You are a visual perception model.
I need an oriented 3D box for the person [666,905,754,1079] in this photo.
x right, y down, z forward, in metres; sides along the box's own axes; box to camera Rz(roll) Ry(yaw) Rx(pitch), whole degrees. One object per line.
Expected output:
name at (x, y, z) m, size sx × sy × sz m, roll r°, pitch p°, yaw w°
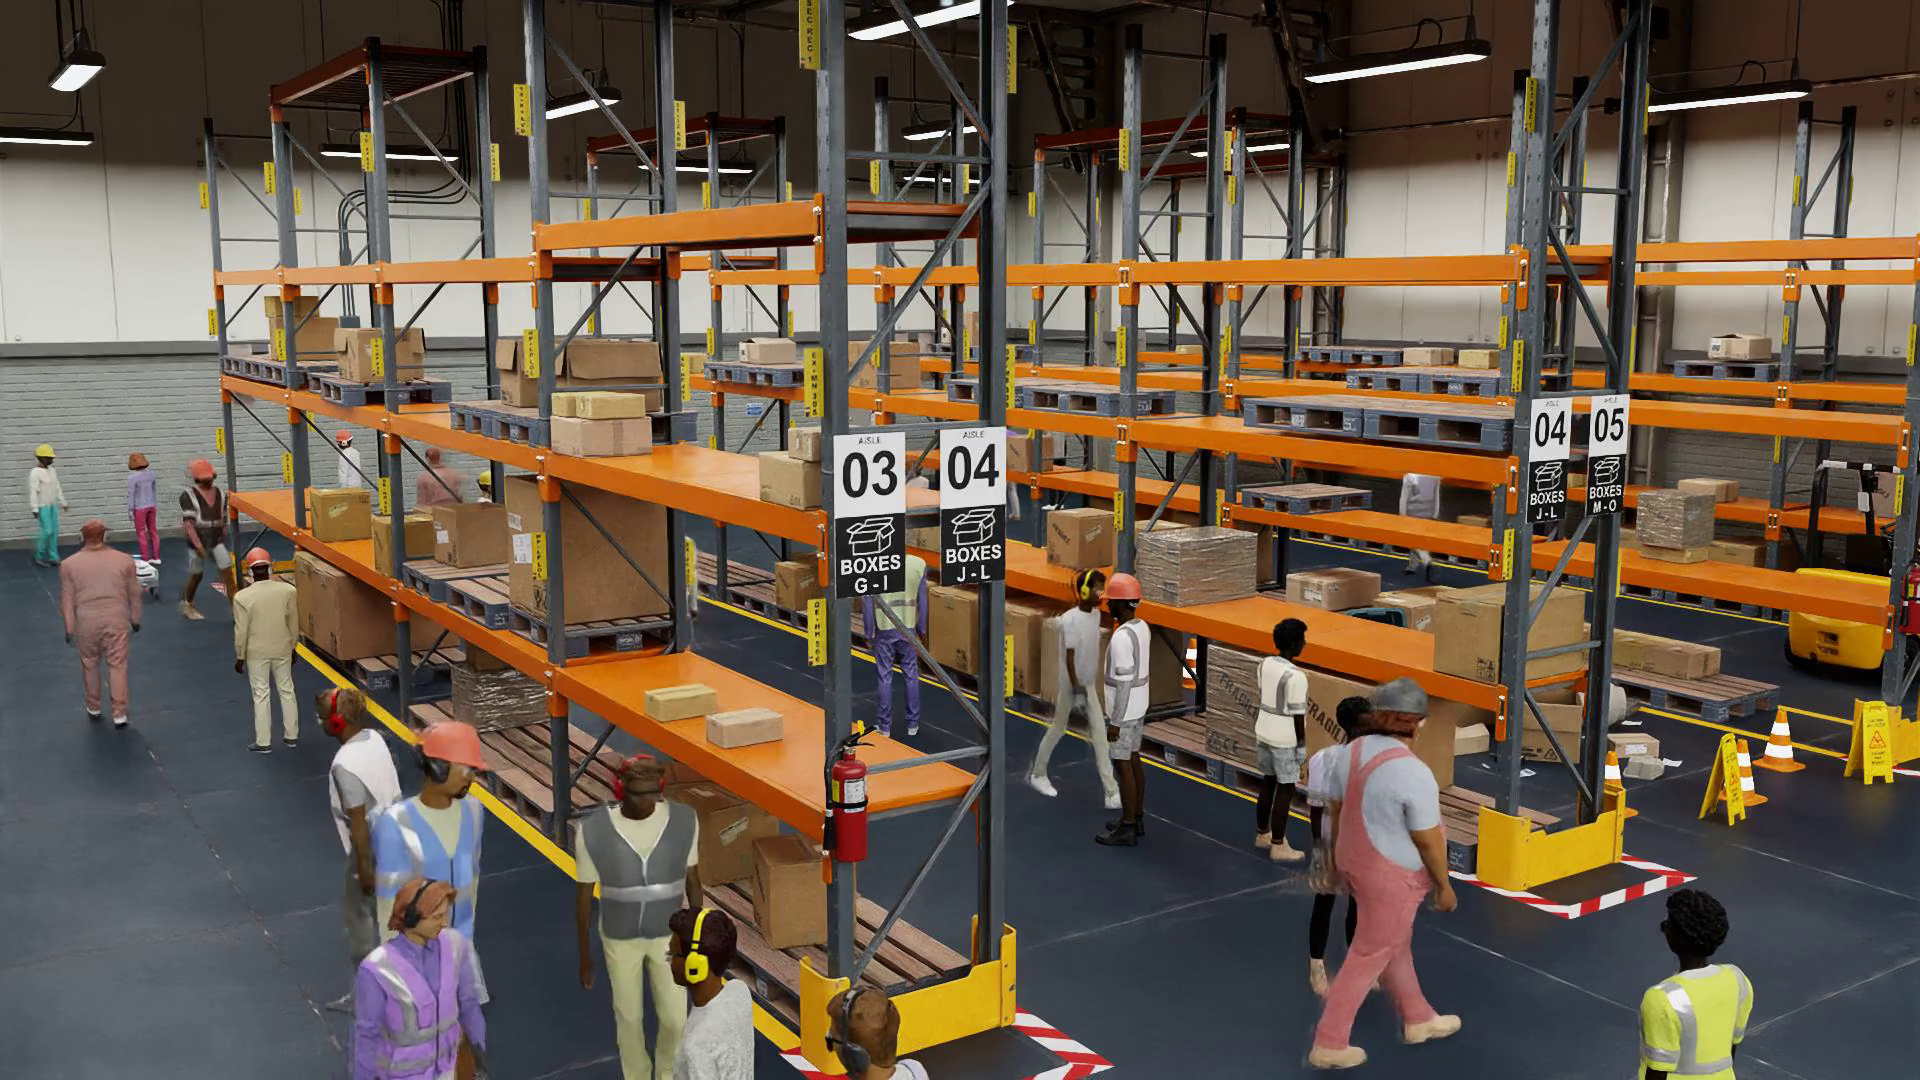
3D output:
person at (-0.858, 2.144, 5.654) m, size 0.328 × 1.872 × 0.514 m, roll 1°, pitch 9°, yaw 5°

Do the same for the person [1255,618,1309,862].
person at (2.215, 1.367, 11.434) m, size 0.320 × 1.687 × 0.537 m, roll -3°, pitch 9°, yaw -18°

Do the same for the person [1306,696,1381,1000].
person at (2.164, 1.691, 9.239) m, size 0.531 × 1.697 × 0.322 m, roll -3°, pitch 9°, yaw -17°

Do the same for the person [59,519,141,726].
person at (-7.772, 0.737, 15.071) m, size 0.655 × 1.860 × 0.918 m, roll -5°, pitch 10°, yaw -32°

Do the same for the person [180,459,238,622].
person at (-8.791, 0.025, 19.468) m, size 1.091 × 1.959 × 0.603 m, roll 7°, pitch 11°, yaw 38°

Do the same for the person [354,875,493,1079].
person at (-2.155, 2.122, 6.631) m, size 0.362 × 1.617 × 0.549 m, roll 5°, pitch 10°, yaw 30°

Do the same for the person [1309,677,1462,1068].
person at (2.167, 1.644, 8.412) m, size 0.941 × 2.000 × 0.681 m, roll -2°, pitch 9°, yaw -14°

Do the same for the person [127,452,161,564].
person at (-11.605, -0.433, 23.621) m, size 0.280 × 1.624 × 0.501 m, roll 3°, pitch 9°, yaw 19°

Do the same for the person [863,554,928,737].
person at (-0.571, 0.778, 14.584) m, size 0.592 × 1.920 × 0.392 m, roll -2°, pitch 9°, yaw -15°

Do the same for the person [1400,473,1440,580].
person at (6.232, -0.349, 22.451) m, size 0.593 × 1.815 × 0.767 m, roll -4°, pitch 9°, yaw -23°

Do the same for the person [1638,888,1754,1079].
person at (2.724, 2.139, 6.257) m, size 0.533 × 1.697 × 0.319 m, roll -5°, pitch 10°, yaw -30°

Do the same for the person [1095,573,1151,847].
person at (1.146, 1.193, 11.761) m, size 0.359 × 1.936 × 0.552 m, roll 3°, pitch 9°, yaw 21°

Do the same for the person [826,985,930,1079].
person at (-0.249, 2.244, 5.092) m, size 0.343 × 1.840 × 0.507 m, roll 2°, pitch 9°, yaw 15°

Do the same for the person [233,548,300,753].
person at (-5.900, 0.932, 14.140) m, size 0.337 × 1.743 × 0.560 m, roll 7°, pitch 11°, yaw 41°

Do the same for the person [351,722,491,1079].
person at (-2.454, 1.800, 7.574) m, size 0.951 × 1.989 × 0.641 m, roll 6°, pitch 11°, yaw 36°

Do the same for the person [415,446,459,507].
person at (-6.863, -0.301, 21.960) m, size 0.942 × 1.876 × 0.635 m, roll 8°, pitch 12°, yaw 42°

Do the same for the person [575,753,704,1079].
person at (-1.465, 1.860, 7.695) m, size 0.621 × 1.815 × 0.498 m, roll -3°, pitch 9°, yaw -21°

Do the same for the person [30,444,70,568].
person at (-12.882, -0.477, 23.494) m, size 0.357 × 1.759 × 0.556 m, roll 0°, pitch 9°, yaw 0°

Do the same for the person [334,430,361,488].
person at (-9.566, -0.848, 25.995) m, size 0.349 × 1.743 × 0.563 m, roll 0°, pitch 9°, yaw 2°

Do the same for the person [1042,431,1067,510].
person at (1.711, -1.459, 29.687) m, size 0.524 × 1.862 × 0.328 m, roll -8°, pitch 12°, yaw -44°

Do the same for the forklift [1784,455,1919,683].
forklift at (9.643, 0.253, 17.172) m, size 2.313 × 2.155 × 1.214 m, roll -6°, pitch 10°, yaw -33°

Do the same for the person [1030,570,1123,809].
person at (0.917, 1.124, 12.670) m, size 0.525 × 1.808 × 1.034 m, roll -8°, pitch 12°, yaw -43°

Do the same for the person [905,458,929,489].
person at (-0.678, -0.322, 22.913) m, size 0.534 × 1.616 × 0.379 m, roll -1°, pitch 9°, yaw -10°
